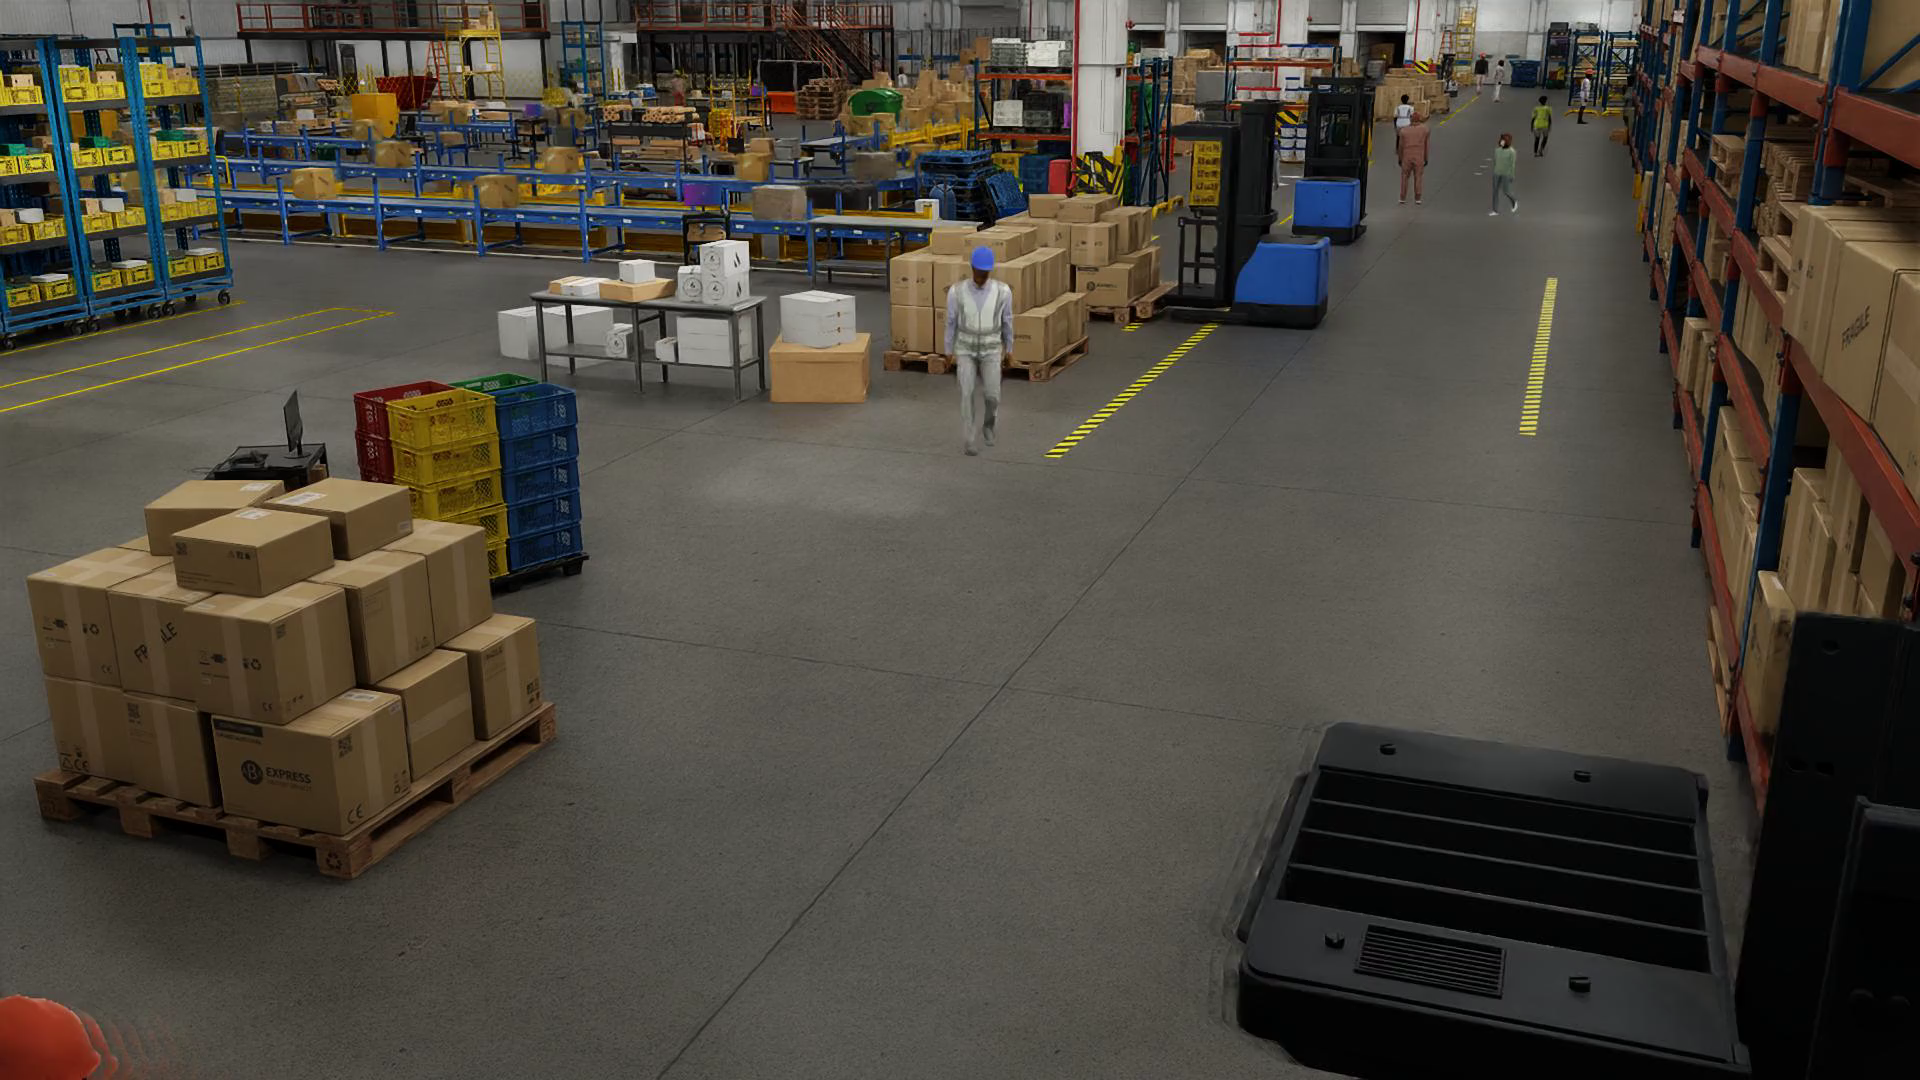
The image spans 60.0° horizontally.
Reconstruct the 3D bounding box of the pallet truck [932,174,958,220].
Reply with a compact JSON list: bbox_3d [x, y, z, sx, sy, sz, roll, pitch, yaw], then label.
[{"bbox_3d":[-0.507,-5.292,27.348,0.653,1.274,1.630,6,19,19],"label":"pallet truck"}]

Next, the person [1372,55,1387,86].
[{"bbox_3d":[21.887,-24.307,86.381,0.824,1.736,0.523,5,18,15],"label":"person"}]

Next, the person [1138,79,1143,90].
[{"bbox_3d":[8.538,-21.553,77.465,0.941,1.908,0.630,-4,18,-13],"label":"person"}]

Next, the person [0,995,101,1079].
[{"bbox_3d":[-1.973,1.892,3.844,1.043,1.884,0.549,10,20,28],"label":"person"}]

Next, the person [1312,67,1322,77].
[{"bbox_3d":[15.292,-19.568,71.288,0.532,1.865,0.306,-7,19,-22],"label":"person"}]

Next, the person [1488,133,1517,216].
[{"bbox_3d":[10.830,-7.257,33.027,0.635,1.612,0.500,-12,21,-34],"label":"person"}]

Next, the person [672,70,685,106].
[{"bbox_3d":[-10.821,-17.189,63.982,0.551,1.752,0.376,-11,21,-30],"label":"person"}]

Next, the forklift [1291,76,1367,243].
[{"bbox_3d":[6.598,-6.755,29.381,1.129,2.768,1.873,6,19,19],"label":"forklift"}]

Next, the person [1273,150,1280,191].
[{"bbox_3d":[5.636,-6.702,31.000,0.615,1.787,0.940,6,19,17],"label":"person"}]

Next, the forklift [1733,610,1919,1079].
[{"bbox_3d":[1.608,1.593,3.150,1.873,2.768,1.129,6,19,19],"label":"forklift"}]

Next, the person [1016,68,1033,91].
[{"bbox_3d":[2.497,-17.433,64.294,0.700,2.000,0.827,-3,18,-11],"label":"person"}]

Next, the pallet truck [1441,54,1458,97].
[{"bbox_3d":[22.765,-21.886,78.355,0.823,1.965,1.885,-4,18,-14],"label":"pallet truck"}]

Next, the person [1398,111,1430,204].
[{"bbox_3d":[9.560,-8.059,35.079,0.643,1.901,0.396,5,18,15],"label":"person"}]

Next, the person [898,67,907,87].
[{"bbox_3d":[-2.266,-17.270,64.058,0.467,1.866,0.615,10,20,28],"label":"person"}]

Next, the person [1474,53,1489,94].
[{"bbox_3d":[25.444,-22.734,81.084,0.647,1.950,0.962,3,18,8],"label":"person"}]

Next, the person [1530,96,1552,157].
[{"bbox_3d":[16.083,-11.429,46.032,0.594,1.665,0.717,10,20,30],"label":"person"}]

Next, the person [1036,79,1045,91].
[{"bbox_3d":[3.218,-18.562,67.873,0.709,2.025,0.612,5,18,15],"label":"person"}]

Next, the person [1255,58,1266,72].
[{"bbox_3d":[16.321,-25.719,90.557,0.627,1.898,0.472,-1,18,-3],"label":"person"}]

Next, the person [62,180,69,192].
[{"bbox_3d":[-15.378,-5.872,28.178,0.407,1.913,0.641,14,22,37],"label":"person"}]

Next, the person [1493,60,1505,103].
[{"bbox_3d":[23.961,-20.389,73.915,0.429,1.838,0.620,2,18,8],"label":"person"}]

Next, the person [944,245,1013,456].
[{"bbox_3d":[0.166,-1.716,15.097,0.633,1.925,0.448,0,18,-1],"label":"person"}]

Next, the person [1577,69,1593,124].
[{"bbox_3d":[22.494,-15.935,59.779,0.399,1.928,0.542,3,18,9],"label":"person"}]

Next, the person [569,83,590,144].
[{"bbox_3d":[-11.779,-12.943,50.519,0.881,1.842,0.507,0,18,1],"label":"person"}]

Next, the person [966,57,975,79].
[{"bbox_3d":[0.605,-21.187,76.336,0.906,1.890,0.598,-7,19,-21],"label":"person"}]

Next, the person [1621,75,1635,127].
[{"bbox_3d":[21.507,-13.962,53.534,0.572,1.943,0.628,12,21,33],"label":"person"}]

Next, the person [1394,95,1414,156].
[{"bbox_3d":[12.496,-11.676,46.832,0.548,1.646,0.887,7,19,20],"label":"person"}]

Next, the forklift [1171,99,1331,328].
[{"bbox_3d":[3.834,-4.258,21.535,1.873,2.768,1.129,6,19,19],"label":"forklift"}]
